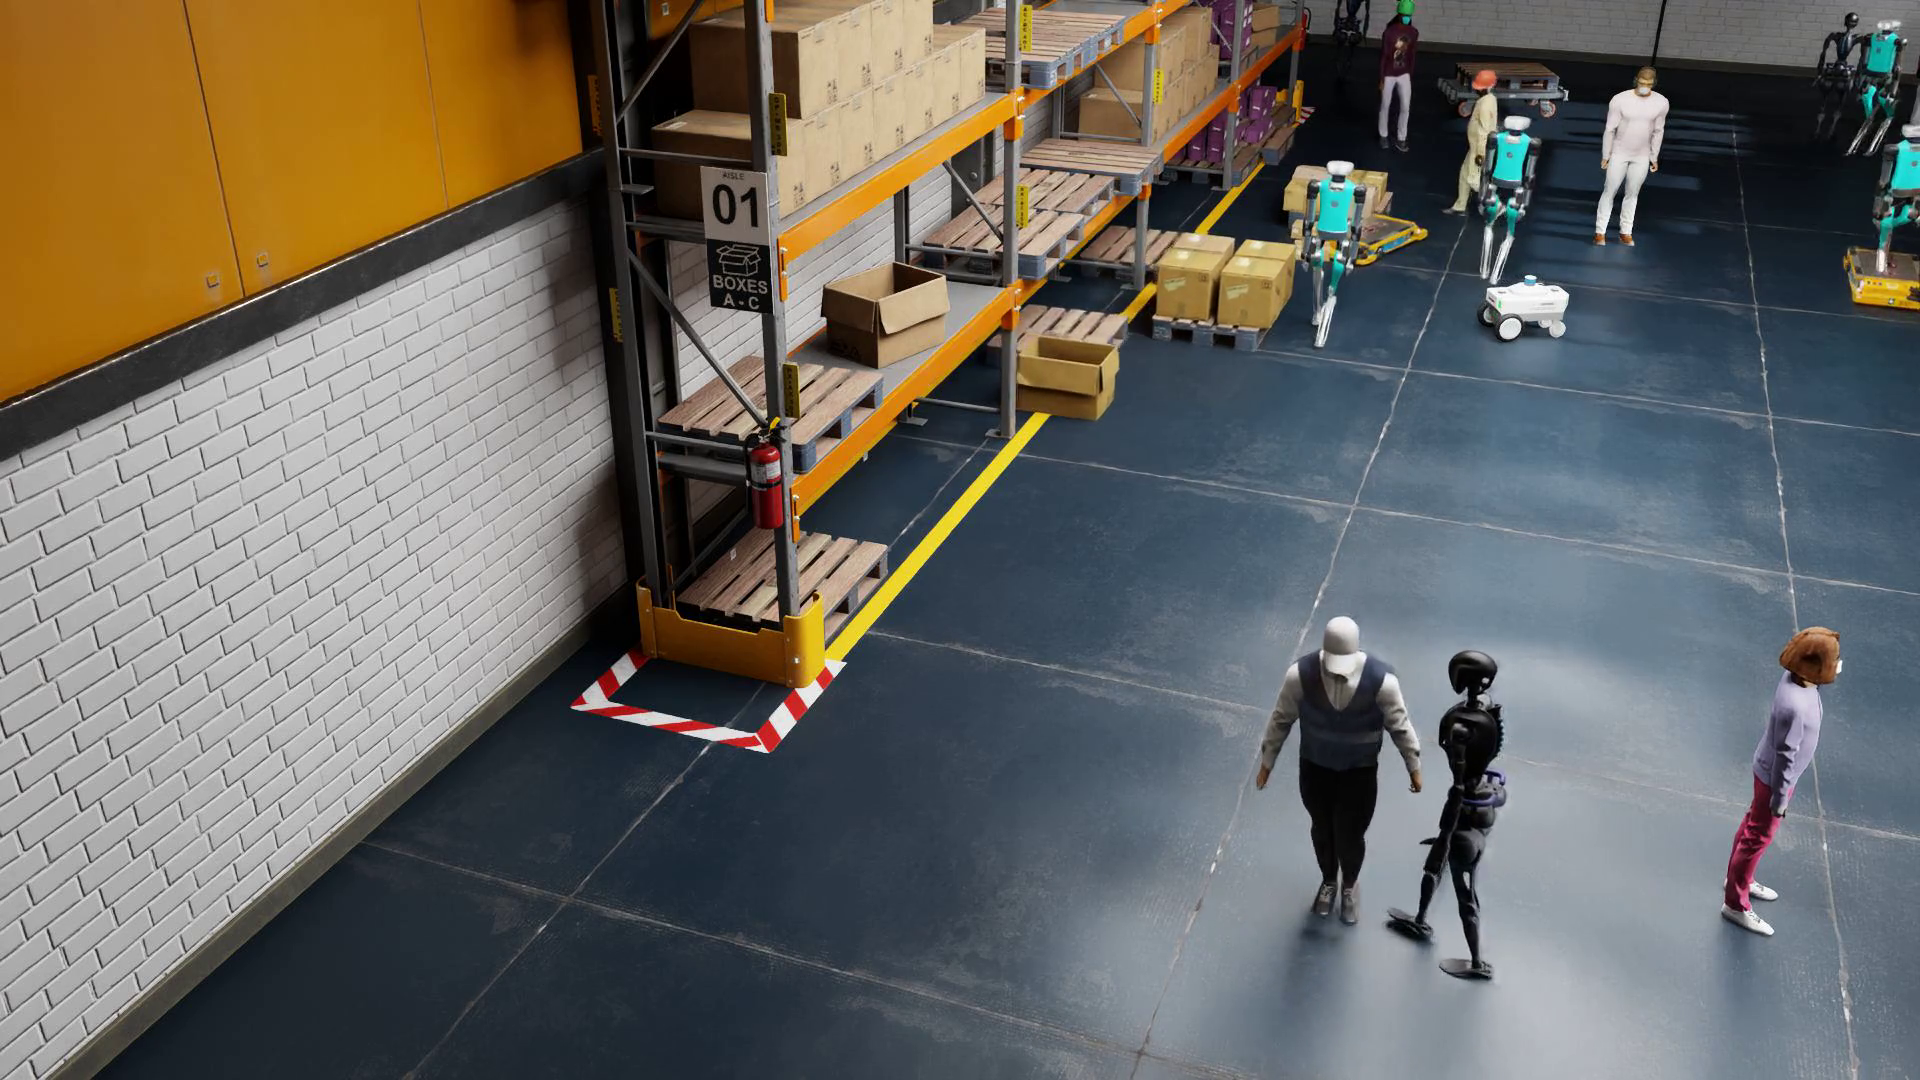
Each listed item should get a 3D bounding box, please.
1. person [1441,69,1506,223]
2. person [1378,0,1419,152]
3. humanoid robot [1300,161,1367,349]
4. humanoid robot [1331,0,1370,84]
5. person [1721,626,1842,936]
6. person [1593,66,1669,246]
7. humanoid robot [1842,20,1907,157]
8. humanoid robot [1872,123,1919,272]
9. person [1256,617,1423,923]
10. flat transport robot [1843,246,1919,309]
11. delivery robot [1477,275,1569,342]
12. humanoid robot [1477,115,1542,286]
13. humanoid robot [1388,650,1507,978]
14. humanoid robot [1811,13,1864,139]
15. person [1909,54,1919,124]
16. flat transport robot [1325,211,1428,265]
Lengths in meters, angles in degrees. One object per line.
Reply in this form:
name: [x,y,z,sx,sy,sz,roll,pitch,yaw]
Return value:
person: [5.915,-4.472,18.839,0.667,1.724,0.585,10,29,18]
person: [5.695,-6.038,21.655,0.505,1.925,0.761,0,27,0]
humanoid robot: [3.450,-2.721,15.465,0.532,1.768,1.011,7,28,13]
humanoid robot: [5.900,-7.743,25.255,0.589,1.635,0.486,16,32,29]
person: [3.976,1.139,8.046,0.283,1.636,0.500,14,30,25]
person: [7.242,-4.142,17.971,0.626,1.934,0.373,3,27,5]
humanoid robot: [11.864,-5.789,21.387,0.740,1.788,0.548,-18,32,-30]
humanoid robot: [9.281,-3.336,16.630,0.600,1.775,0.831,3,27,5]
person: [1.836,1.105,8.014,0.752,1.722,0.539,10,29,18]
flat transport robot: [9.423,-2.675,16.940,0.659,0.231,1.431,10,29,19]
delivery robot: [5.328,-2.198,15.697,0.782,0.589,0.499,-3,27,-5]
humanoid robot: [5.558,-3.470,16.894,0.560,1.771,0.766,12,30,22]
humanoid robot: [2.347,1.287,7.743,0.583,1.636,0.629,15,31,27]
humanoid robot: [11.730,-6.192,22.232,0.595,1.655,0.344,20,33,34]
person: [13.134,-6.290,22.236,0.619,1.845,0.430,12,30,22]
flat transport robot: [4.467,-3.294,18.139,0.659,0.231,1.431,22,35,36]
